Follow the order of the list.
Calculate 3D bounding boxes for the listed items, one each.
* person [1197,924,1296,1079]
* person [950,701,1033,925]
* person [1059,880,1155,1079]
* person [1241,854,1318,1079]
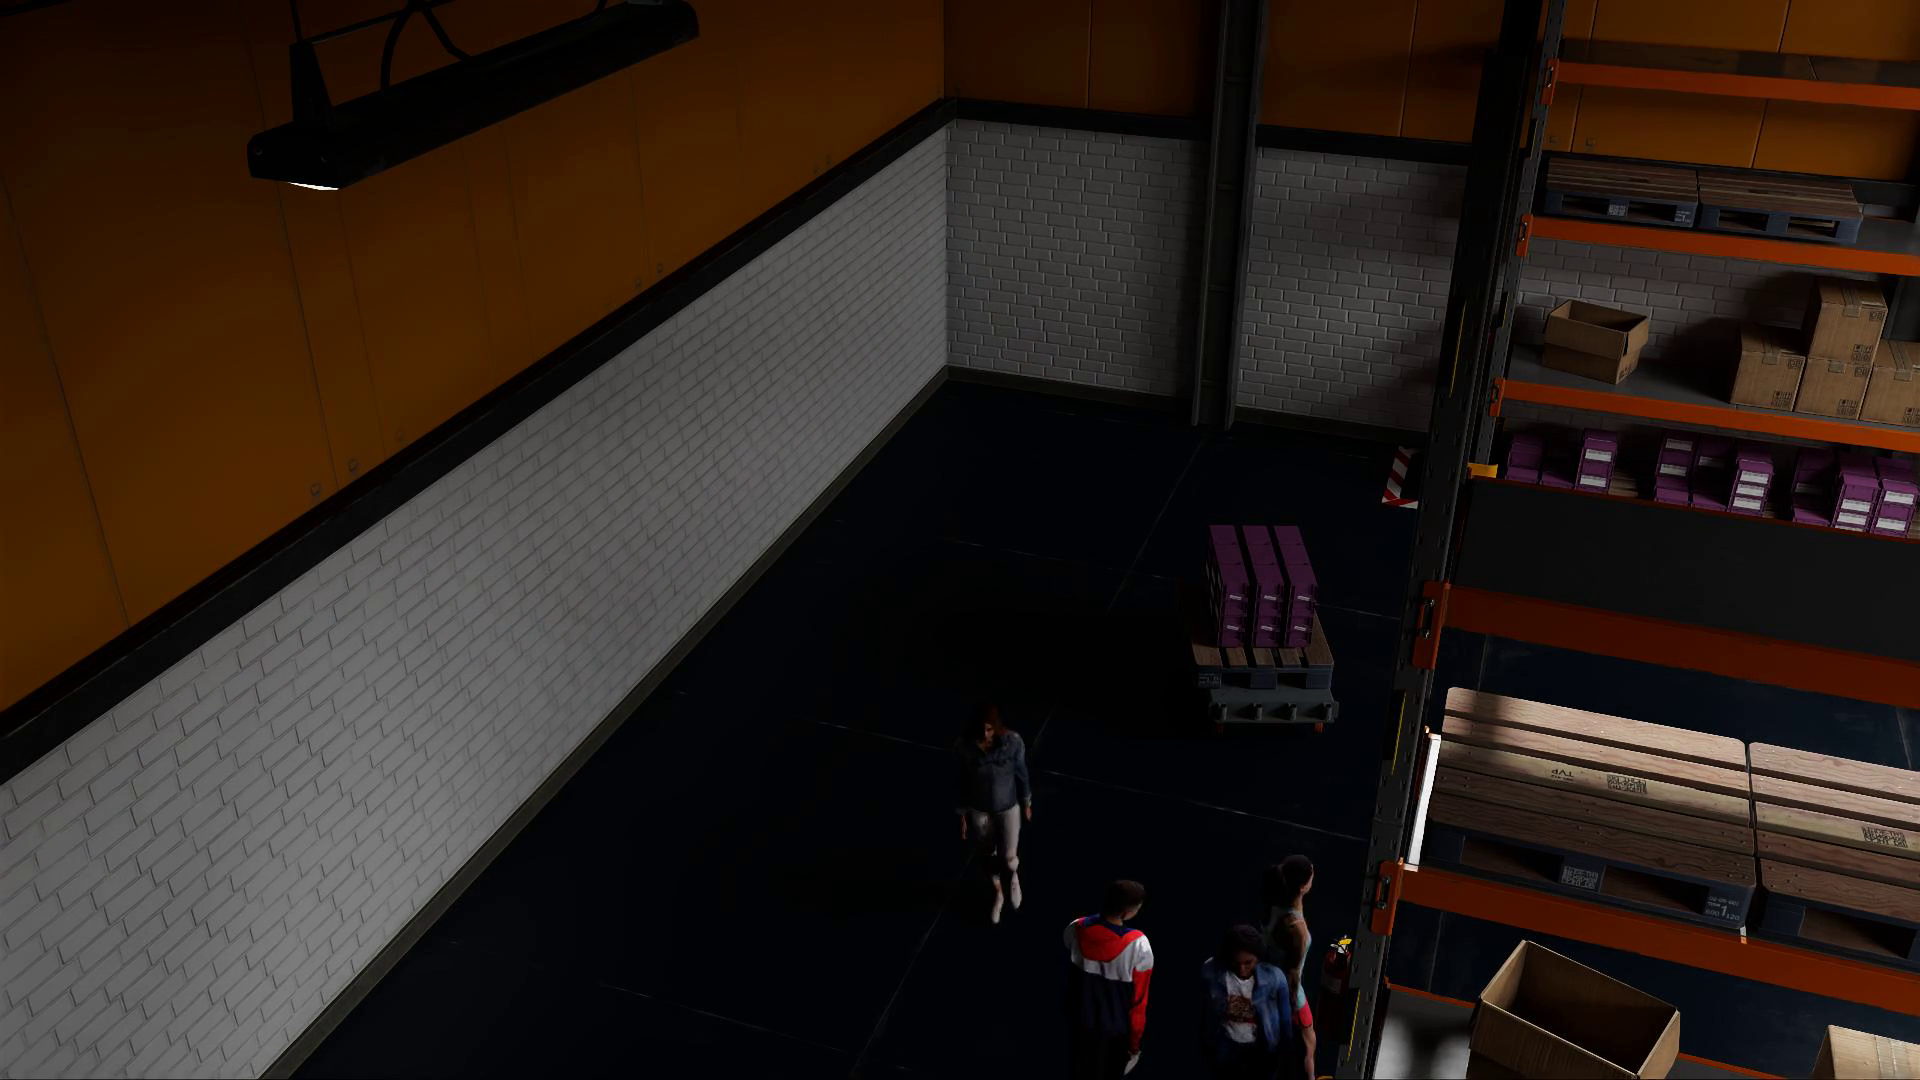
[{"bbox_3d":[1.452,2.547,8.491,1.037,1.685,0.780,5,29,9],"label":"person"},{"bbox_3d":[0.205,1.598,10.244,0.695,1.673,0.786,1,29,2],"label":"person"},{"bbox_3d":[0.692,2.525,8.521,1.071,1.697,0.719,9,30,16],"label":"person"},{"bbox_3d":[1.576,2.401,8.701,1.022,1.741,0.943,-11,30,-19],"label":"person"}]
